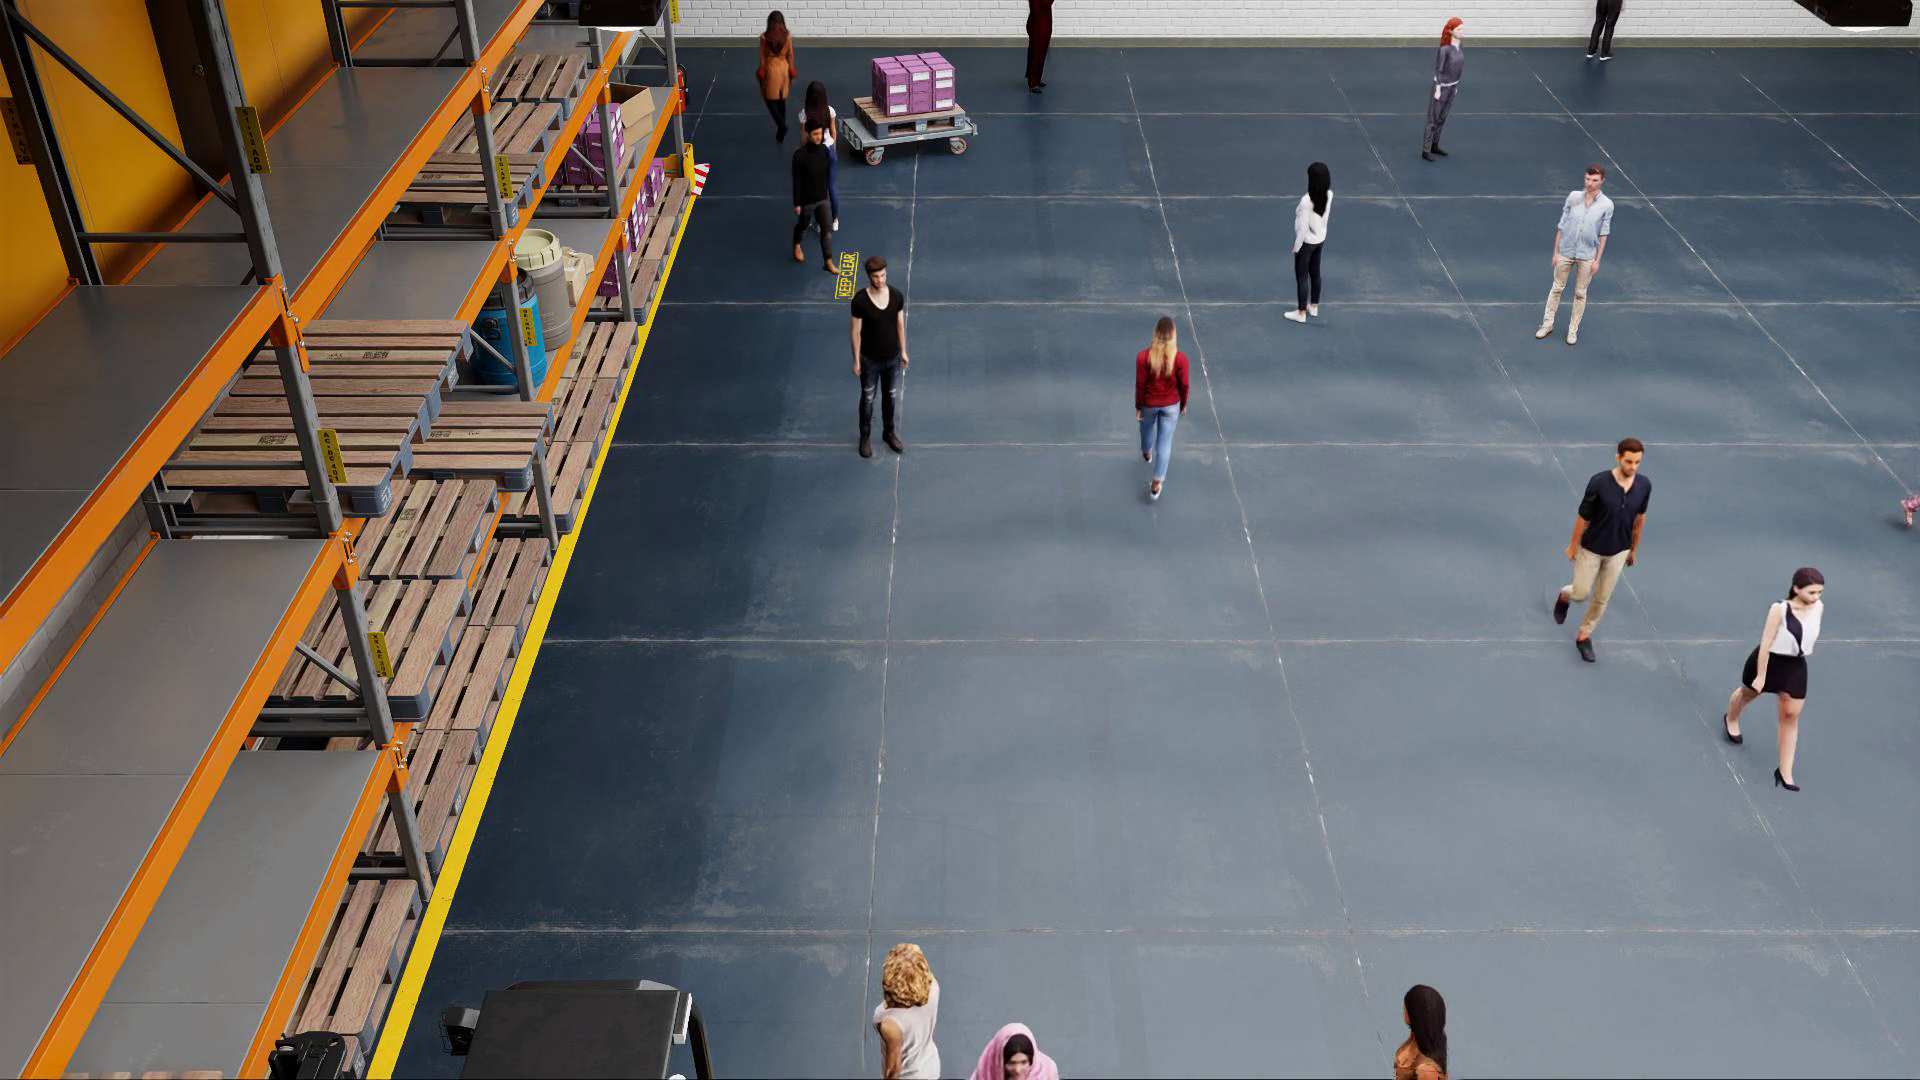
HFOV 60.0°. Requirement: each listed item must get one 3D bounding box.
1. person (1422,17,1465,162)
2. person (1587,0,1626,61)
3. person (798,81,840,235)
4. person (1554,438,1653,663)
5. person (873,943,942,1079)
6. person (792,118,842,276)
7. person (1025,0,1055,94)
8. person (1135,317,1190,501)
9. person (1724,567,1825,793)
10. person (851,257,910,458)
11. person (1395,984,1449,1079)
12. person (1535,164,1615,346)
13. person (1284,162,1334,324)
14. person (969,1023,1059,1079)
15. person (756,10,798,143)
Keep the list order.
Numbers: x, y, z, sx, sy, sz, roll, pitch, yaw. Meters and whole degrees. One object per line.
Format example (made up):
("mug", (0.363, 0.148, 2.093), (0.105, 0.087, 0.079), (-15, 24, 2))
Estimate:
("person", (6.128, -5.713, 21.031), (0.649, 1.779, 0.694), (-25, 41, -33))
("person", (9.558, -7.968, 24.453), (0.654, 1.747, 0.713), (29, 43, 36))
("person", (-1.593, -4.383, 19.034), (0.654, 1.774, 0.628), (-11, 35, -16))
("person", (4.753, 0.011, 12.356), (0.645, 1.850, 0.822), (0, 34, 1))
("person", (-0.250, 2.691, 8.486), (0.747, 1.670, 0.654), (20, 38, 27))
("person", (-1.660, -3.792, 18.217), (1.074, 1.695, 1.214), (-21, 39, -28))
("person", (1.093, -7.170, 23.242), (0.774, 1.759, 0.613), (8, 34, 11))
("person", (1.712, -1.089, 14.257), (0.682, 1.577, 1.092), (3, 34, 4))
("person", (5.507, 0.839, 11.329), (0.689, 1.606, 1.110), (-5, 34, -7))
("person", (-0.723, -1.654, 14.820), (0.754, 1.895, 0.698), (-13, 36, -19))
("person", (2.289, 2.908, 8.175), (0.814, 1.653, 0.569), (-3, 34, -5))
("person", (6.212, -2.886, 16.717), (0.732, 1.848, 0.723), (17, 37, 23))
("person", (3.613, -3.074, 17.133), (0.700, 1.700, 0.754), (-28, 42, -35))
("person", (0.234, 2.904, 8.228), (0.691, 1.601, 1.037), (-3, 34, -5))
("person", (-2.335, -5.926, 21.415), (0.886, 1.709, 0.970), (-14, 36, -20))
